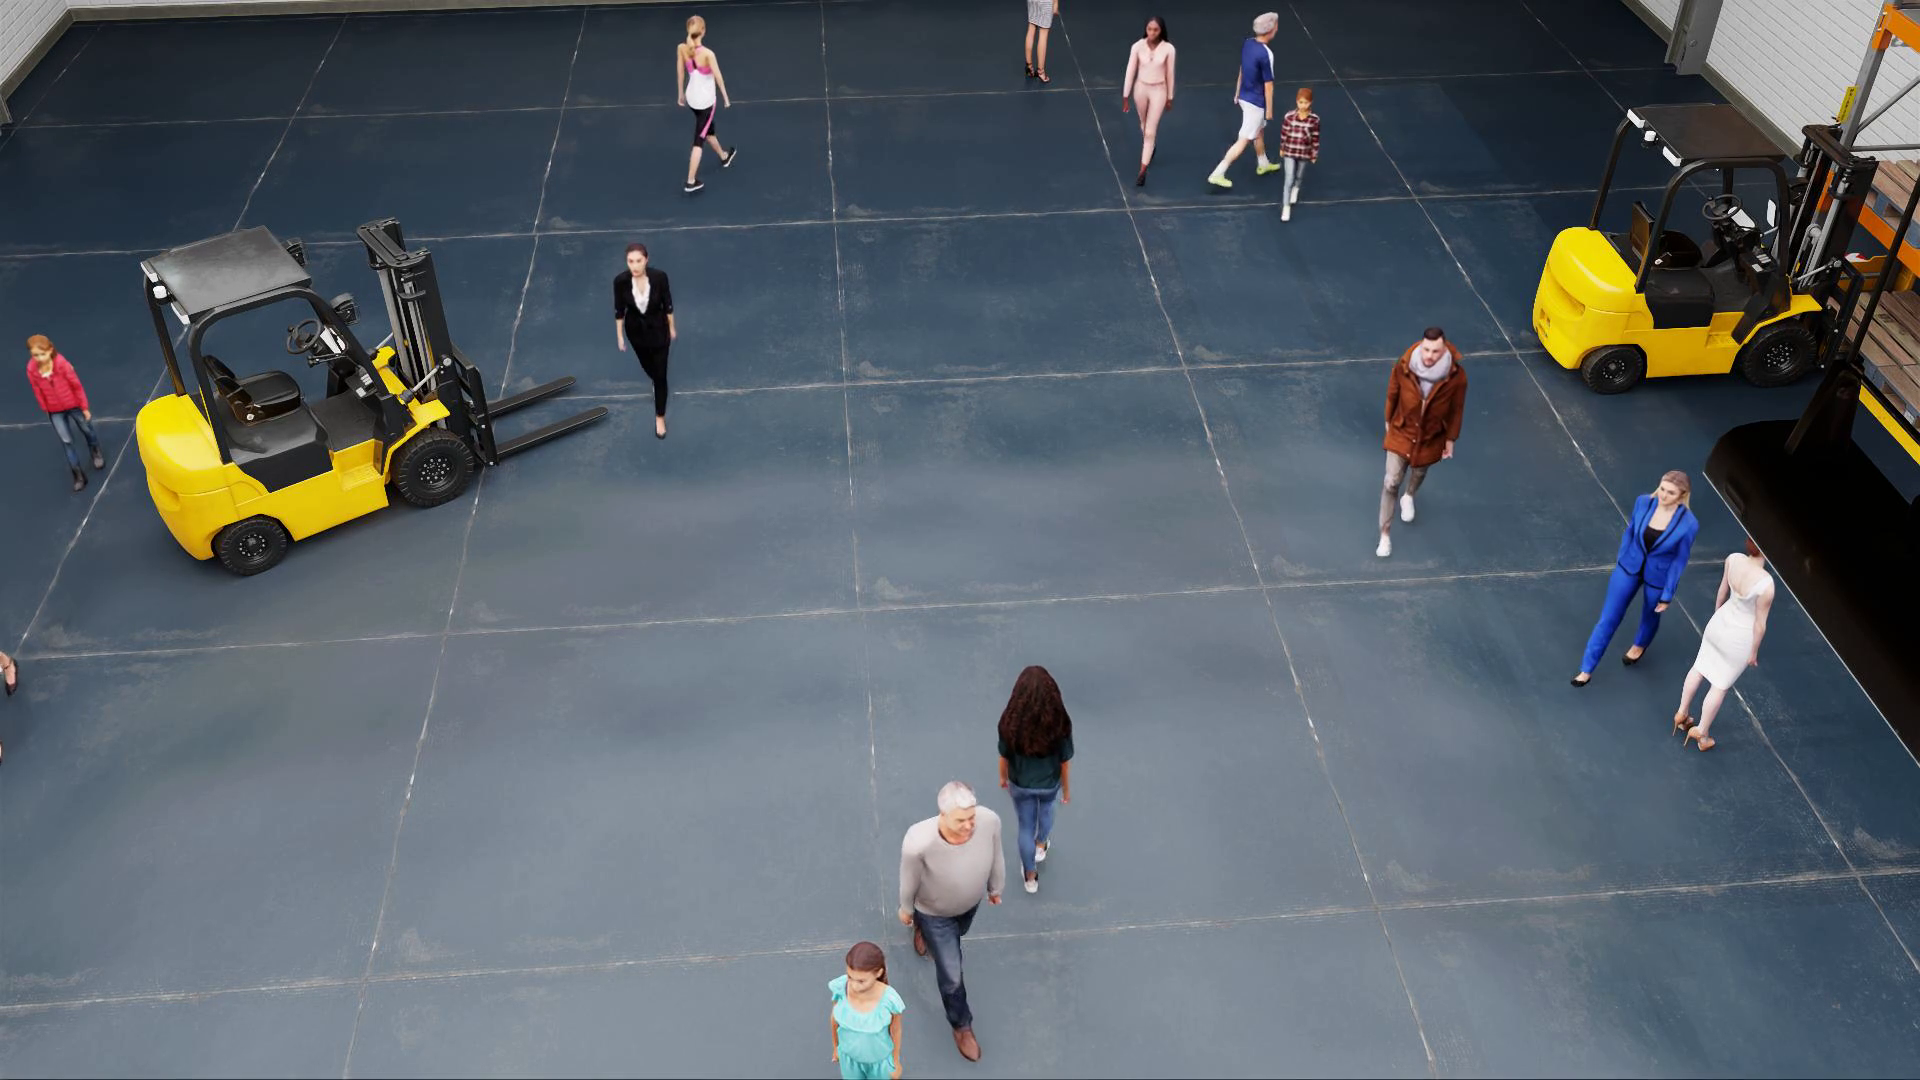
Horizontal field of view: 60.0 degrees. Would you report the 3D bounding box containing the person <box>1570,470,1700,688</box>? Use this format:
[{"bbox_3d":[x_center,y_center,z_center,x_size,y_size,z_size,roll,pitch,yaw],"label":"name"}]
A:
[{"bbox_3d":[4.654,0.218,11.152,1.078,1.665,1.126,29,47,31],"label":"person"}]

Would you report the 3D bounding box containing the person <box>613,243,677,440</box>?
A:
[{"bbox_3d":[-2.553,-1.721,13.624,0.606,1.610,1.060,-3,39,-4],"label":"person"}]

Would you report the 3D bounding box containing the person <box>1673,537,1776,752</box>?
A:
[{"bbox_3d":[4.868,0.617,10.549,0.664,1.793,0.481,-11,40,-14],"label":"person"}]

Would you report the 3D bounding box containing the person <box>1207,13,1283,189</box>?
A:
[{"bbox_3d":[2.899,-4.403,16.841,0.972,1.786,1.205,-14,41,-17],"label":"person"}]

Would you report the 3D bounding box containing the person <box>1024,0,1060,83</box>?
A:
[{"bbox_3d":[0.918,-6.135,18.981,0.733,1.821,0.640,-28,46,-30],"label":"person"}]

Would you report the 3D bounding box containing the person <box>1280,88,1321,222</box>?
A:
[{"bbox_3d":[3.391,-3.913,16.632,0.702,1.281,0.950,7,39,9],"label":"person"}]

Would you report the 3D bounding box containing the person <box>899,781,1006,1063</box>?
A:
[{"bbox_3d":[-0.093,1.867,8.925,1.043,1.867,1.347,-17,42,-20],"label":"person"}]

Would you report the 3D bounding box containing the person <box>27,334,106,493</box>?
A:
[{"bbox_3d":[-7.013,-1.079,13.075,0.643,1.291,0.874,-13,40,-16],"label":"person"}]

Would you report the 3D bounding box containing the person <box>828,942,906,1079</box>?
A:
[{"bbox_3d":[-0.459,2.545,8.323,0.628,1.558,0.651,11,40,14],"label":"person"}]

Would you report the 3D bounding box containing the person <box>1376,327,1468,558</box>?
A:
[{"bbox_3d":[3.400,-0.805,12.336,0.912,1.785,1.214,7,39,9],"label":"person"}]

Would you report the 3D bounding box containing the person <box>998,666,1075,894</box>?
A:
[{"bbox_3d":[0.441,1.450,9.663,0.614,1.597,0.687,-1,39,-1],"label":"person"}]

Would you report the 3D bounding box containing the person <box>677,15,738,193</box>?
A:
[{"bbox_3d":[-2.664,-4.368,16.839,1.047,1.734,1.239,18,42,21],"label":"person"}]

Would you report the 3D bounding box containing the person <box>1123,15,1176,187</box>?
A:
[{"bbox_3d":[1.968,-4.579,17.152,0.944,1.673,1.260,11,40,13],"label":"person"}]
